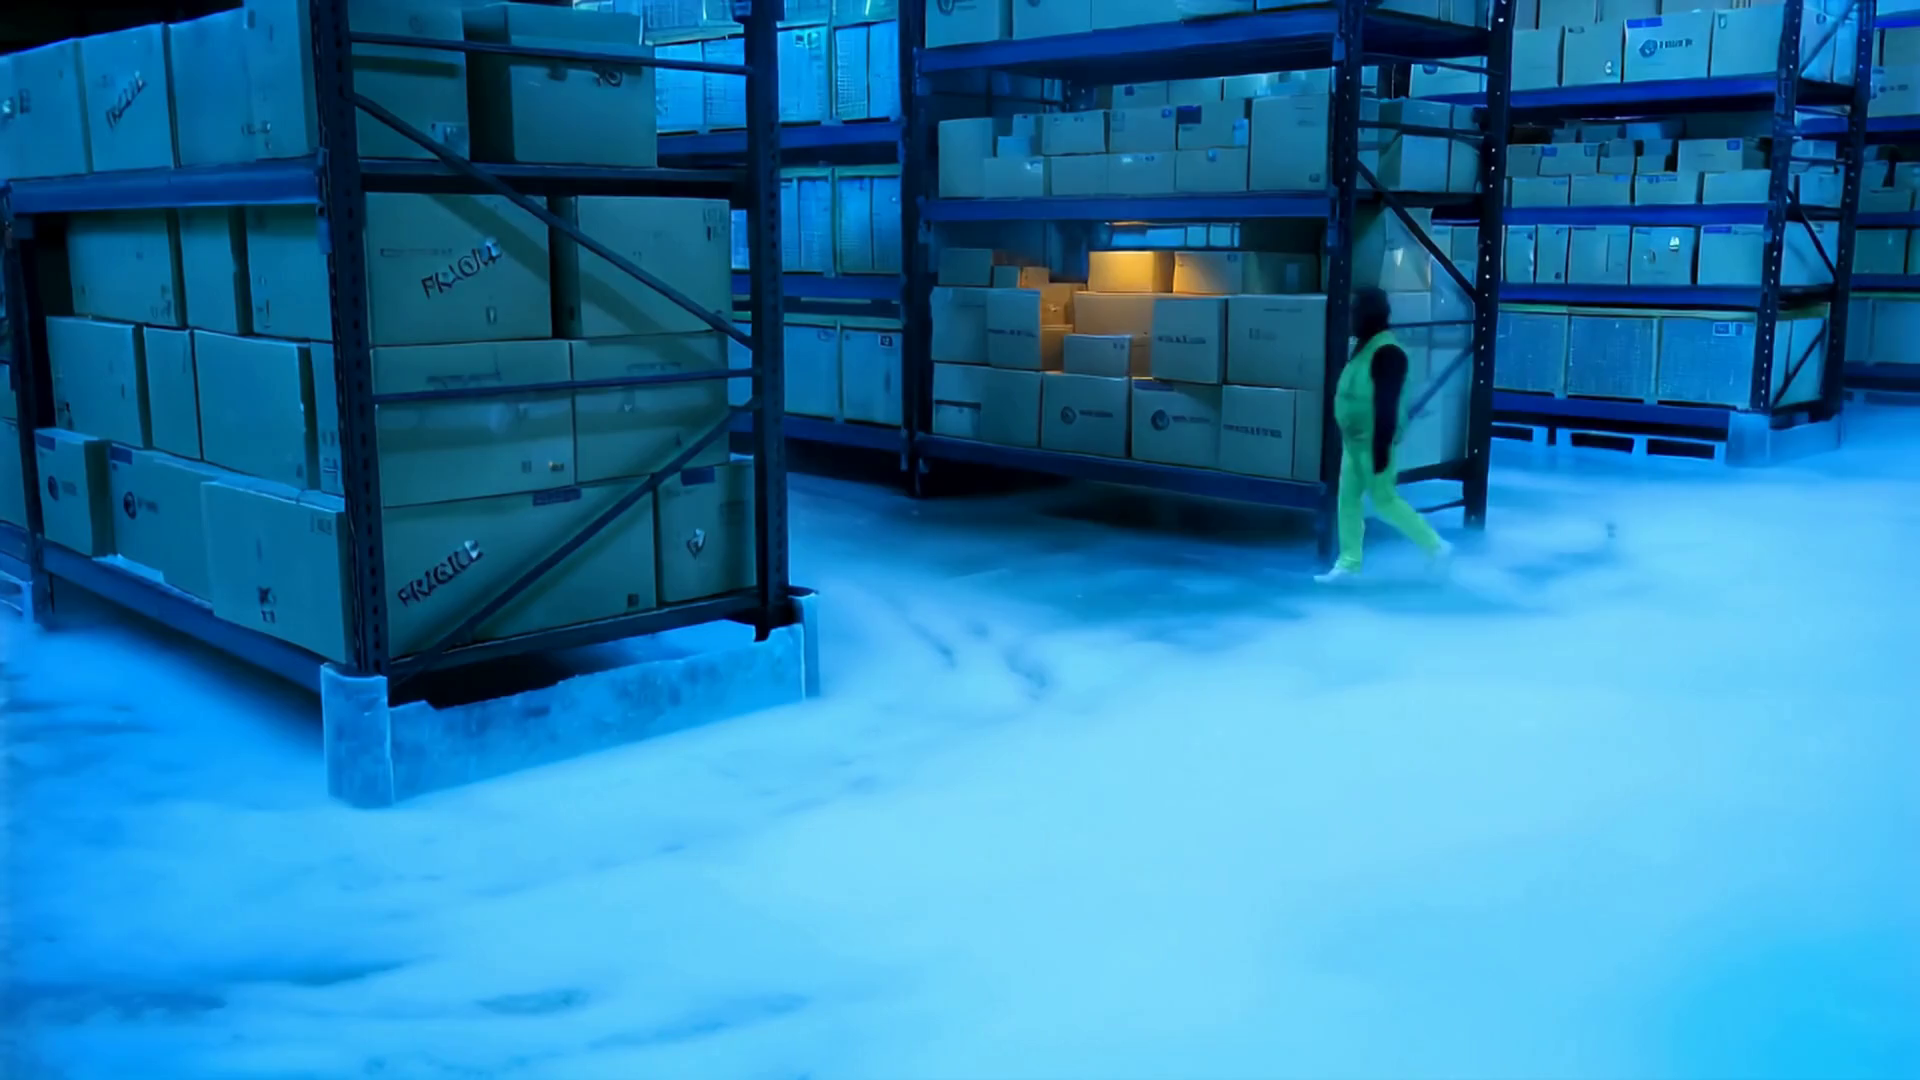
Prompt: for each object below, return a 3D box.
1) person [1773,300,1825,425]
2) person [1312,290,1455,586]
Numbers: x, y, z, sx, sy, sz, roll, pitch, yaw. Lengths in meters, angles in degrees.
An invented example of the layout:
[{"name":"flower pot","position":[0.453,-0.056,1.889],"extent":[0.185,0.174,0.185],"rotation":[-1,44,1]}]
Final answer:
[{"name":"person","position":[9.114,-2.139,18.148],"extent":[0.541,1.924,0.423],"rotation":[-3,11,-15]},{"name":"person","position":[2.585,-0.603,10.089],"extent":[0.773,1.809,0.641],"rotation":[0,10,-1]}]
